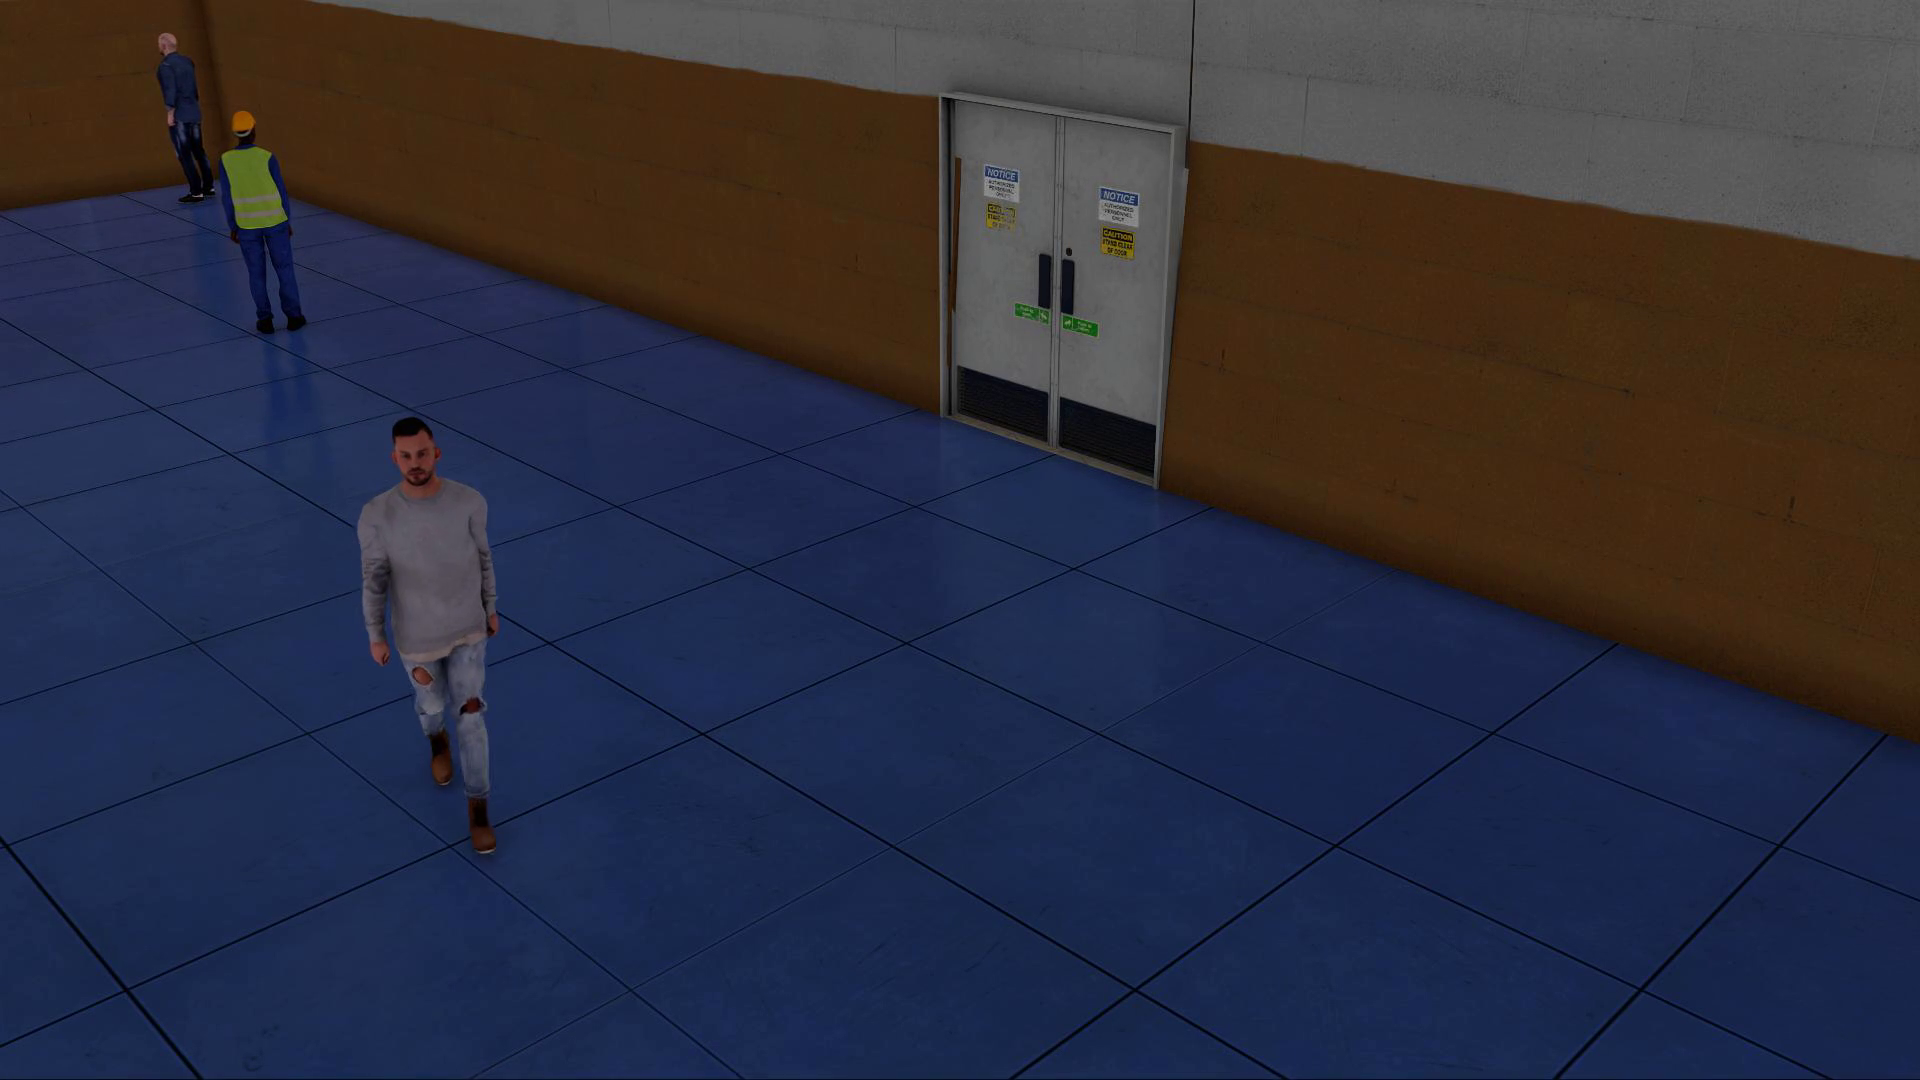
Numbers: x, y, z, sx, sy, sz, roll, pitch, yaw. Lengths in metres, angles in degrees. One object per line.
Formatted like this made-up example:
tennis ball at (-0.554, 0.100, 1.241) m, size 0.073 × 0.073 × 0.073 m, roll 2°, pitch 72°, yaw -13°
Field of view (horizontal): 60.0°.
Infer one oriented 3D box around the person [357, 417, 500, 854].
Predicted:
person at (-2.214, 0.335, 7.003) m, size 1.204 × 1.811 × 1.050 m, roll -9°, pitch 25°, yaw -20°

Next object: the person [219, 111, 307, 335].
person at (-5.789, -2.622, 13.761) m, size 0.664 × 1.810 × 0.807 m, roll -9°, pitch 25°, yaw -20°

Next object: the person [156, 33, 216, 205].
person at (-8.611, -4.673, 18.431) m, size 0.862 × 1.824 × 0.759 m, roll 3°, pitch 24°, yaw 7°
